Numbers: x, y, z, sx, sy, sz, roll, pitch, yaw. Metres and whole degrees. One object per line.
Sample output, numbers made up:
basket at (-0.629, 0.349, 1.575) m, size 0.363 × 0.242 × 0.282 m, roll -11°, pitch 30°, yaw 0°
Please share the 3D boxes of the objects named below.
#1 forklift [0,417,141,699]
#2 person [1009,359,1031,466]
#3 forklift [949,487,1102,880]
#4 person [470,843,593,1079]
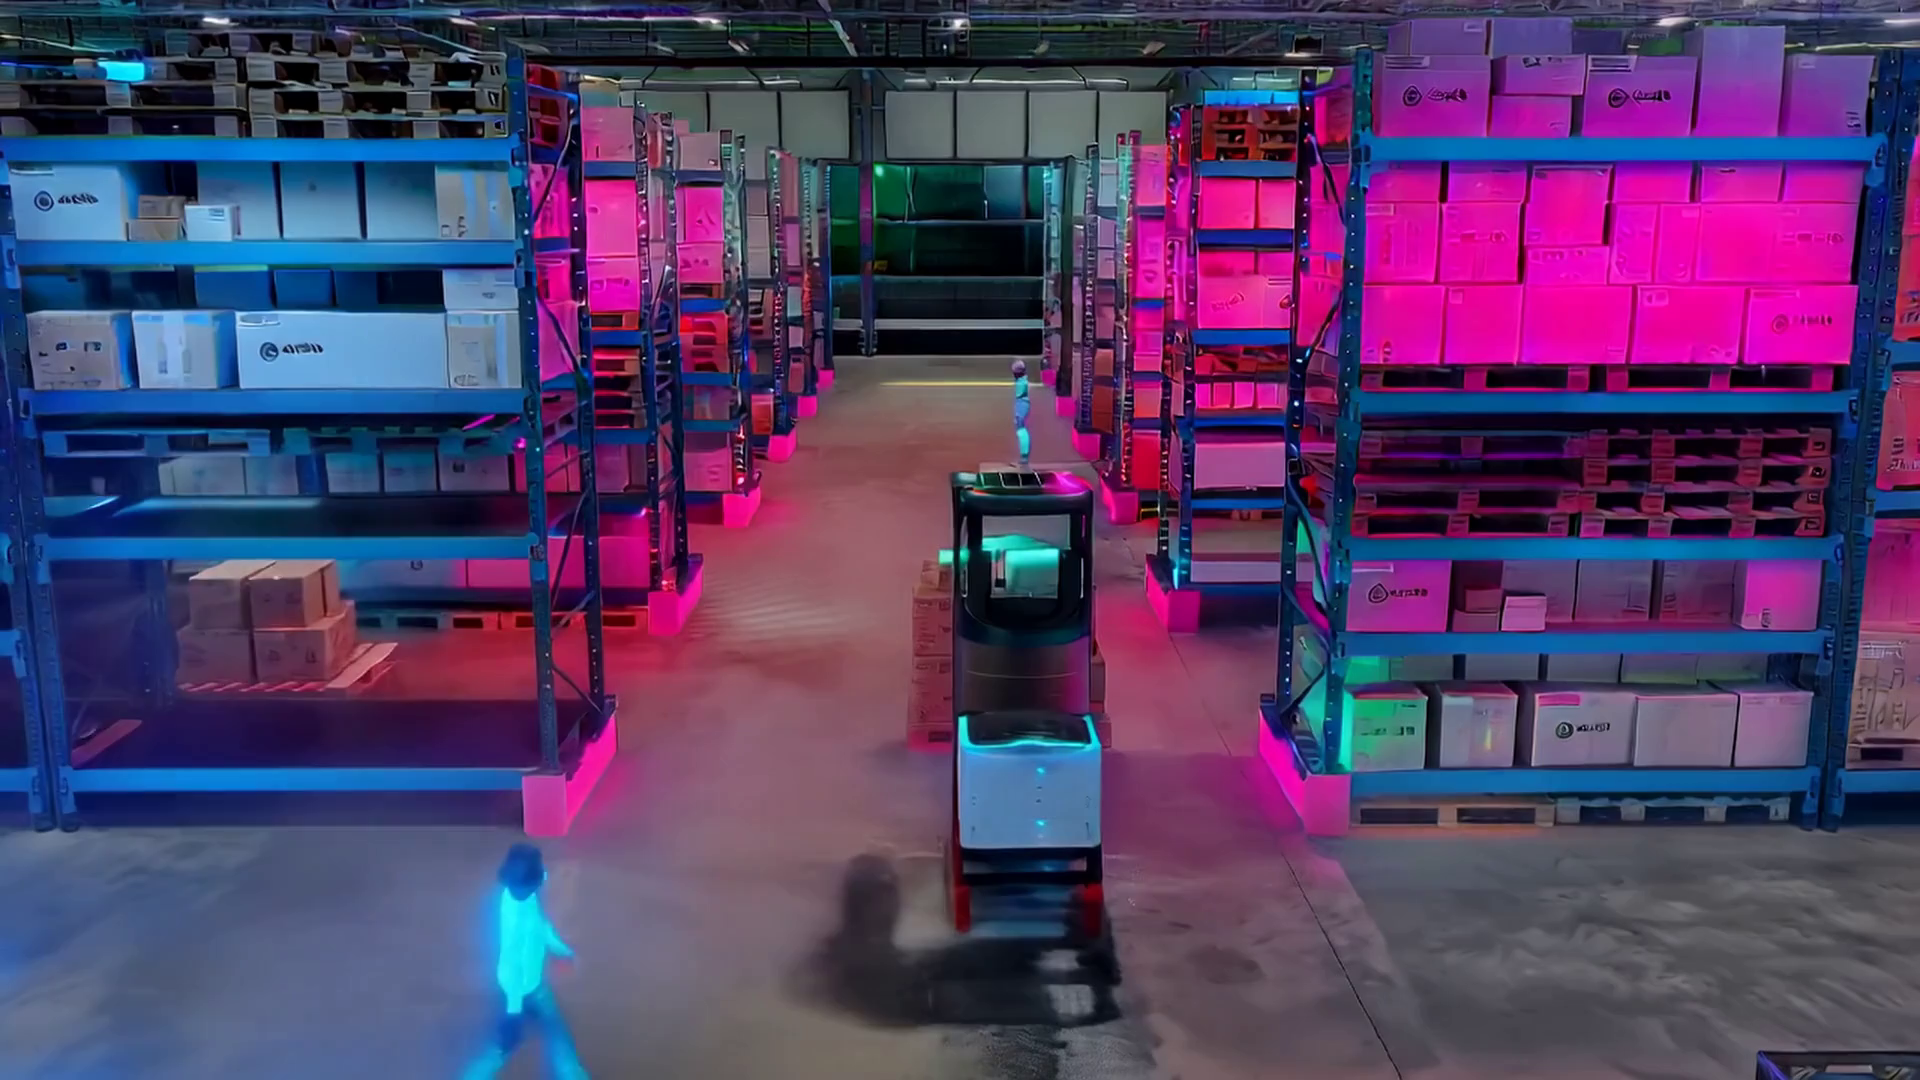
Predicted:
forklift at (-9.061, 0.190, 16.756) m, size 1.873 × 2.768 × 1.129 m, roll 0°, pitch 11°, yaw -1°
person at (1.150, -2.448, 31.920) m, size 0.372 × 2.044 × 0.608 m, roll 3°, pitch 12°, yaw 17°
forklift at (0.495, 0.986, 12.813) m, size 1.129 × 2.768 × 1.873 m, roll 0°, pitch 11°, yaw -2°
person at (-2.325, 2.397, 9.053) m, size 0.896 × 1.579 × 0.501 m, roll -5°, pitch 12°, yaw -22°
